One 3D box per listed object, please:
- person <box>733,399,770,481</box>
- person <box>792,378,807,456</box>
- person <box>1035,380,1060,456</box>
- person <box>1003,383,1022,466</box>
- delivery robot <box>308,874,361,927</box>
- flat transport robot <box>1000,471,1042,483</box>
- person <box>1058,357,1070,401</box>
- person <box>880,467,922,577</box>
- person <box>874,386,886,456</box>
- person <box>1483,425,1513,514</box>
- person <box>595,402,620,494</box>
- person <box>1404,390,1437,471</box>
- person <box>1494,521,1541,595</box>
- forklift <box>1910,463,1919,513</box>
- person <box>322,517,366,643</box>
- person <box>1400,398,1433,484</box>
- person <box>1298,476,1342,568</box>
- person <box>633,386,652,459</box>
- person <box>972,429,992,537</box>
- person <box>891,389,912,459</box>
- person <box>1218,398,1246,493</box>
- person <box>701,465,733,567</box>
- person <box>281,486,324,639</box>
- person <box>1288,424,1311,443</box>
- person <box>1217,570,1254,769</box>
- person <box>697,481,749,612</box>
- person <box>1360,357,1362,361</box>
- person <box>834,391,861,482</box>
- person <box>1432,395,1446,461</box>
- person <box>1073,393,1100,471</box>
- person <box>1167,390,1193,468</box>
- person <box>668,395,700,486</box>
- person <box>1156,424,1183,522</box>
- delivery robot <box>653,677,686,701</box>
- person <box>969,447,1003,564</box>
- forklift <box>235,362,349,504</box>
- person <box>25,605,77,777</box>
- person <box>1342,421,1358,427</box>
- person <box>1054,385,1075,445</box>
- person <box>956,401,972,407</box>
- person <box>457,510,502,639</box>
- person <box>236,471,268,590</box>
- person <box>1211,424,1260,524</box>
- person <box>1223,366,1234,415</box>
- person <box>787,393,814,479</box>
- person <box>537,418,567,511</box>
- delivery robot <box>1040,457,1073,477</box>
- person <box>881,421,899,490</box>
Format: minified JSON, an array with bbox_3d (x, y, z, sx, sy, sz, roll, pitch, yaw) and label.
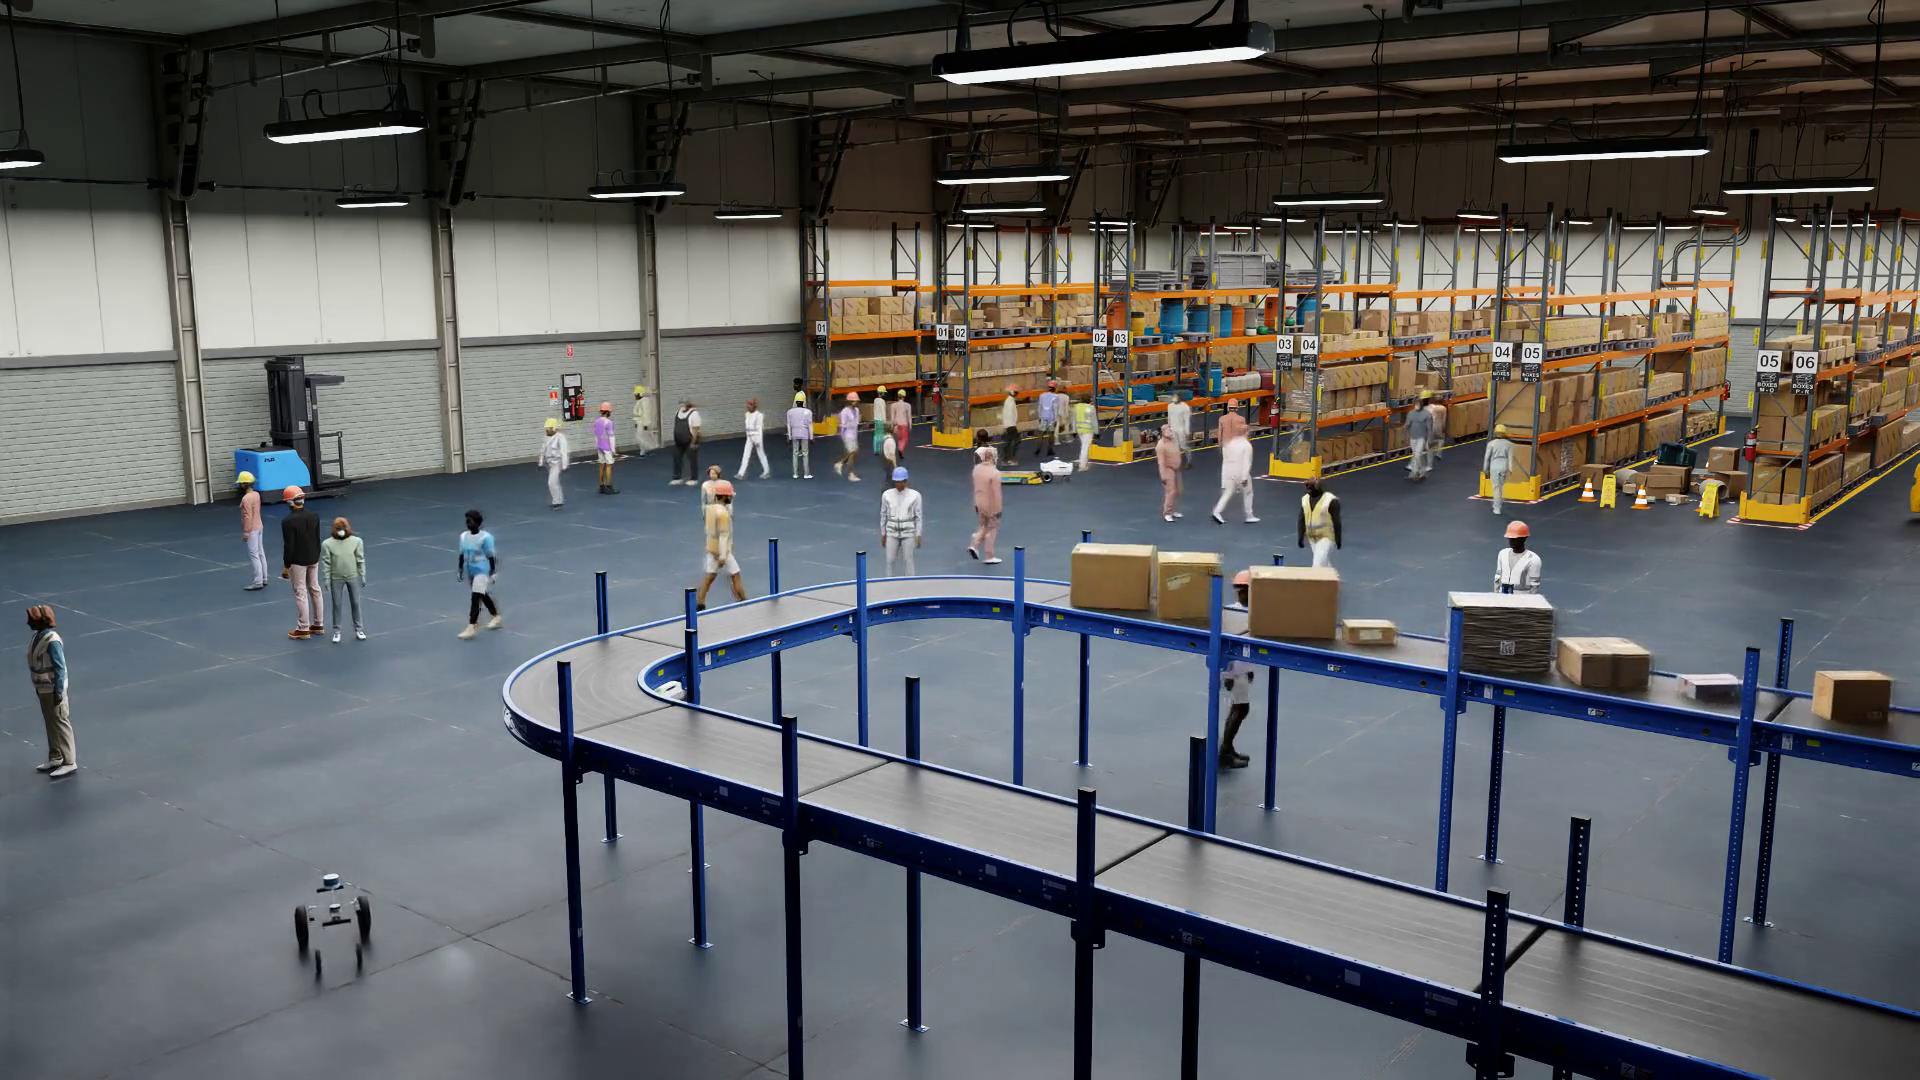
[{"bbox_3d":[-4.622,-2.248,35.004,0.586,1.823,1.017,8,13,38],"label":"person"},{"bbox_3d":[-4.042,-3.114,39.455,0.367,1.966,0.604,-2,10,-12],"label":"person"},{"bbox_3d":[2.211,-3.078,39.445,0.574,1.907,0.691,5,11,28],"label":"person"},{"bbox_3d":[1.293,-2.754,37.386,0.548,1.975,0.652,0,10,0],"label":"person"},{"bbox_3d":[-4.433,2.481,11.045,0.335,0.223,0.698,-5,12,-25],"label":"delivery robot"},{"bbox_3d":[1.070,-1.389,34.637,1.431,0.197,0.652,-1,10,-4],"label":"flat transport robot"},{"bbox_3d":[3.285,-4.823,49.239,0.746,1.916,0.635,-10,14,-43],"label":"person"},{"bbox_3d":[-0.845,-0.092,22.503,0.605,1.949,0.390,2,10,9],"label":"person"},{"bbox_3d":[-1.995,-3.007,39.430,0.330,1.764,0.528,-5,11,-28],"label":"person"},{"bbox_3d":[10.464,-1.403,30.529,0.512,1.701,0.849,0,10,-1],"label":"person"},{"bbox_3d":[-7.432,-1.943,32.953,0.551,1.932,0.378,9,13,41],"label":"person"},{"bbox_3d":[10.721,-2.512,36.301,0.919,1.890,0.591,-8,13,-40],"label":"person"},{"bbox_3d":[6.326,0.736,17.871,0.361,1.938,0.545,-8,13,-38],"label":"person"},{"bbox_3d":[19.034,-1.348,28.998,2.313,2.155,1.214,8,13,37],"label":"forklift"},{"bbox_3d":[-7.906,0.503,20.083,0.514,1.621,0.318,-5,11,-27],"label":"person"},{"bbox_3d":[10.068,-2.190,34.486,1.005,1.885,0.644,-7,12,-36],"label":"person"},{"bbox_3d":[5.167,-0.030,22.612,0.935,1.784,0.646,-7,12,-35],"label":"person"},{"bbox_3d":[-7.922,-2.922,38.821,0.422,1.819,0.594,-4,11,-23],"label":"person"},{"bbox_3d":[0.438,-1.008,27.738,0.370,1.916,0.597,6,12,29],"label":"person"},{"bbox_3d":[-1.455,-2.841,38.541,0.527,1.750,0.569,3,11,16],"label":"person"},{"bbox_3d":[5.760,-1.999,33.092,0.611,1.997,0.375,5,11,24],"label":"person"},{"bbox_3d":[-3.902,-0.401,25.193,0.529,1.648,0.455,1,10,4],"label":"person"},{"bbox_3d":[-8.555,0.278,20.309,0.392,1.986,0.610,4,11,20],"label":"person"},{"bbox_3d":[8.425,-2.924,38.728,0.553,1.844,0.472,7,12,34],"label":"person"},{"bbox_3d":[2.715,1.245,15.151,0.381,1.882,0.644,3,10,16],"label":"person"},{"bbox_3d":[-3.218,0.128,21.441,0.996,1.884,0.547,-6,12,-31],"label":"person"},{"bbox_3d":[14.120,-5.740,54.574,0.563,1.847,0.388,10,14,44],"label":"person"},{"bbox_3d":[-2.506,-2.309,34.797,0.681,2.021,0.631,6,12,30],"label":"person"},{"bbox_3d":[11.668,-2.744,38.328,0.517,1.622,0.526,7,12,35],"label":"person"},{"bbox_3d":[3.033,-2.536,36.614,0.799,1.815,0.652,-9,13,-40],"label":"person"},{"bbox_3d":[5.145,-2.561,36.528,0.646,1.906,0.908,9,13,41],"label":"person"},{"bbox_3d":[-6.000,-2.150,33.943,0.714,2.000,0.817,7,12,33],"label":"person"},{"bbox_3d":[3.966,-1.263,29.387,0.424,1.848,0.757,8,13,38],"label":"person"},{"bbox_3d":[-3.193,1.580,16.864,0.477,0.478,0.707,4,11,22],"label":"delivery robot"},{"bbox_3d":[0.461,-0.552,25.245,0.449,1.892,0.665,-7,12,-35],"label":"person"},{"bbox_3d":[-13.803,-2.244,32.110,1.129,2.768,1.873,8,13,37],"label":"forklift"},{"bbox_3d":[-8.643,1.420,14.858,0.522,1.638,0.310,9,13,40],"label":"person"},{"bbox_3d":[11.651,-4.352,46.486,0.398,1.942,0.615,-4,11,-23],"label":"person"},{"bbox_3d":[2.764,-3.352,41.829,0.500,1.585,0.835,7,12,33],"label":"person"},{"bbox_3d":[0.165,-3.939,43.971,0.610,2.019,0.763,7,12,35],"label":"person"},{"bbox_3d":[-6.306,0.408,20.504,0.540,1.658,0.855,5,11,28],"label":"person"},{"bbox_3d":[-10.571,-0.144,23.311,0.321,1.766,0.535,-1,10,-6],"label":"person"},{"bbox_3d":[5.142,-1.222,29.129,0.973,1.867,0.654,-5,11,-28],"label":"person"},{"bbox_3d":[8.215,-4.442,47.695,0.532,1.696,0.319,5,11,25],"label":"person"},{"bbox_3d":[-3.582,-2.321,35.149,0.661,1.926,0.446,1,10,8],"label":"person"},{"bbox_3d":[-8.040,-1.482,30.705,0.596,1.807,0.613,9,14,43],"label":"person"},{"bbox_3d":[2.146,-1.598,34.751,0.707,0.478,0.477,-1,10,-3],"label":"delivery robot"},{"bbox_3d":[-1.262,-1.381,30.100,0.587,1.823,0.538,-2,10,-12],"label":"person"}]
